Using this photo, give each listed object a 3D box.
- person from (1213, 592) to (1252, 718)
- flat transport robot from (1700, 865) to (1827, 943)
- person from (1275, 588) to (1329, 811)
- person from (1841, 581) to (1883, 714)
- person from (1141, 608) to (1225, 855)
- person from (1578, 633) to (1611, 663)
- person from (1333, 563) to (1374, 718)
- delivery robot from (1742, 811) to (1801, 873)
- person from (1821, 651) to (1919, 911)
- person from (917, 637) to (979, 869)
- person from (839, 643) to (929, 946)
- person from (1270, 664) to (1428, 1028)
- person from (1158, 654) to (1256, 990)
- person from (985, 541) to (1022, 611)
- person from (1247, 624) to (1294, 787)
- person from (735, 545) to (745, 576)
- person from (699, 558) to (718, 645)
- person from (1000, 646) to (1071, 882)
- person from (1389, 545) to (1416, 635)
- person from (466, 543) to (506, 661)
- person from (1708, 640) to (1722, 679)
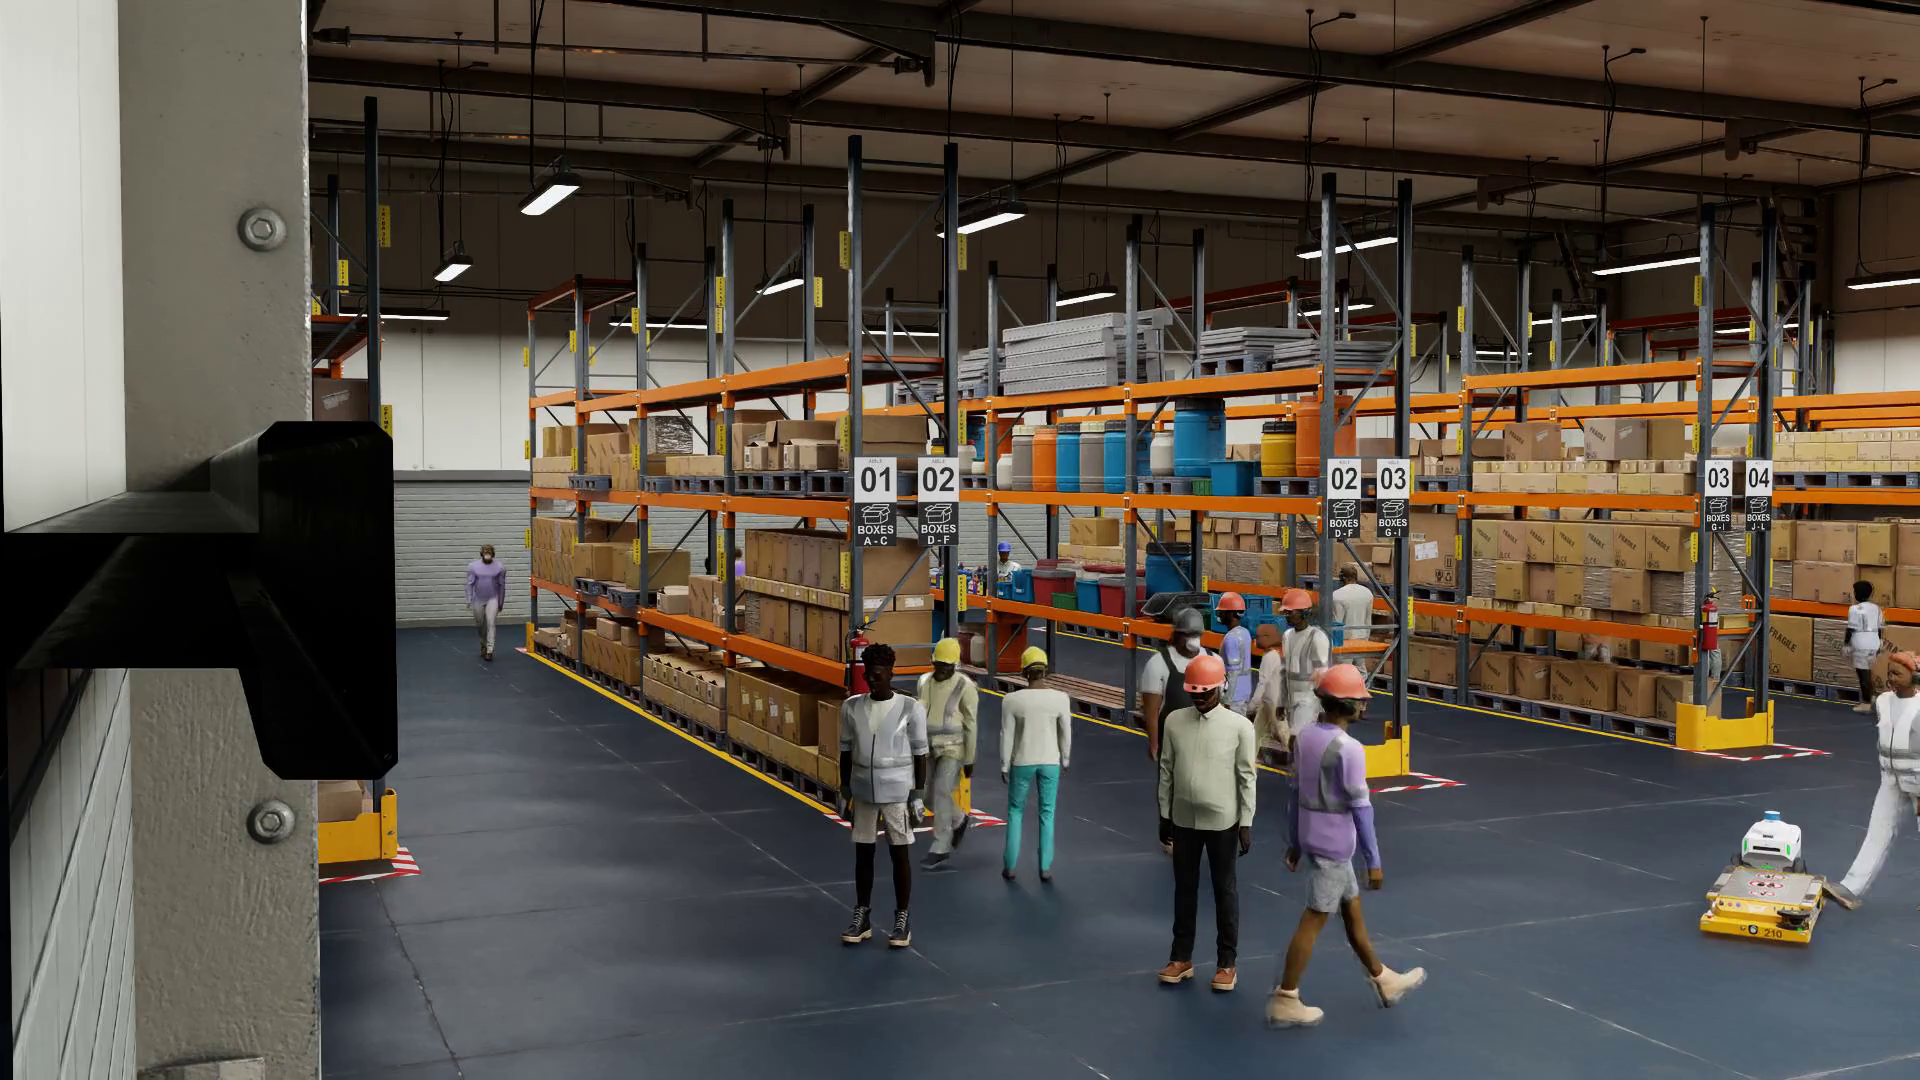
[{"bbox_3d":[2.559,1.456,16.886,0.358,1.938,0.548,1,2,21],"label":"person"},{"bbox_3d":[5.530,2.474,12.288,0.652,0.197,1.431,1,3,30],"label":"flat transport robot"},{"bbox_3d":[3.055,1.444,16.057,0.456,2.023,0.625,-1,2,-18],"label":"person"},{"bbox_3d":[11.452,1.359,22.722,0.547,1.684,0.396,-1,3,-30],"label":"person"},{"bbox_3d":[1.798,1.535,14.054,0.703,2.000,1.009,0,2,-9],"label":"person"},{"bbox_3d":[8.415,1.359,23.871,0.530,1.592,0.833,-1,2,-19],"label":"person"},{"bbox_3d":[4.836,1.255,22.218,0.627,1.934,0.370,-1,3,-29],"label":"person"},{"bbox_3d":[6.008,2.251,13.254,0.477,0.478,0.707,1,2,30],"label":"delivery robot"},{"bbox_3d":[6.474,1.681,12.345,1.033,1.822,0.591,-1,2,-18],"label":"person"},{"bbox_3d":[-0.097,1.638,14.003,0.605,1.792,0.571,2,3,44],"label":"person"},{"bbox_3d":[-0.509,1.642,11.650,0.609,1.964,0.367,1,2,18],"label":"person"},{"bbox_3d":[2.179,1.690,9.981,1.043,1.993,0.636,-1,2,-14],"label":"person"},{"bbox_3d":[1.460,1.670,10.706,0.610,1.986,0.392,1,3,30],"label":"person"},{"bbox_3d":[0.700,0.990,28.875,0.614,1.950,0.375,0,2,5],"label":"person"},{"bbox_3d":[3.050,1.609,17.469,0.878,1.587,0.503,0,2,6],"label":"person"},{"bbox_3d":[-3.803,0.995,30.536,0.564,1.818,0.685,-1,2,-20],"label":"person"},{"bbox_3d":[-4.059,1.109,29.092,0.555,1.682,0.370,-2,3,-36],"label":"person"},{"bbox_3d":[0.564,1.679,13.427,0.543,1.764,0.366,0,2,-3],"label":"person"},{"bbox_3d":[7.354,0.982,29.719,0.590,1.901,0.736,-1,2,-13],"label":"person"},{"bbox_3d":[-7.756,0.992,29.387,0.630,1.914,0.907,0,2,-7],"label":"person"},{"bbox_3d":[10.285,1.156,24.711,0.630,1.940,0.372,-1,3,-29],"label":"person"}]
